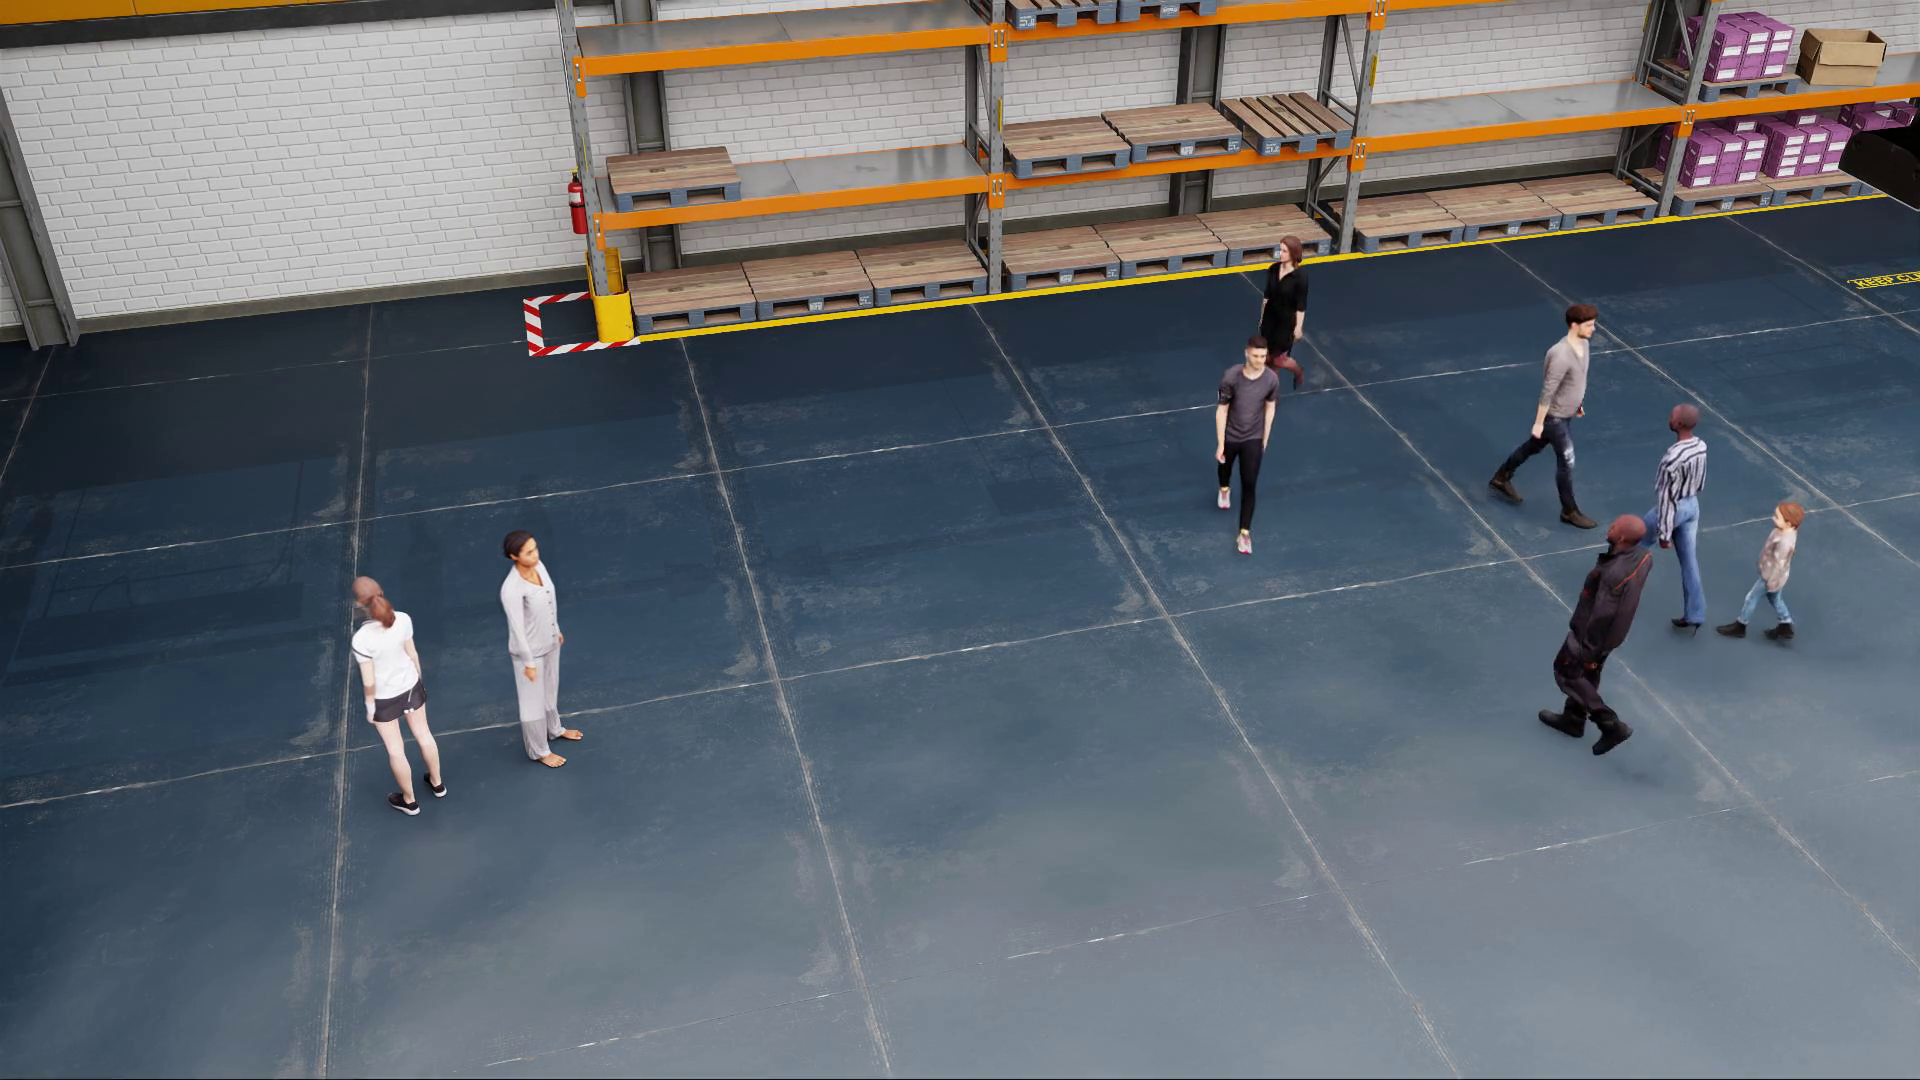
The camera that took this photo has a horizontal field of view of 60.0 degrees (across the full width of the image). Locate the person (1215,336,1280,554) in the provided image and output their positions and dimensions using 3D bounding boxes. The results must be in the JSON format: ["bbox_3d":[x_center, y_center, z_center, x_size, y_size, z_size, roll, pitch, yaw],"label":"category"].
[{"bbox_3d":[2.228,-0.862,13.274,1.215,1.714,0.976,2,34,3],"label":"person"}]

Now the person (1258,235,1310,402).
[{"bbox_3d":[2.926,-1.948,14.926,0.855,1.694,0.746,-23,40,-31],"label":"person"}]

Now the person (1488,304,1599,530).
[{"bbox_3d":[4.729,-1.041,13.414,1.232,1.858,1.232,23,40,30],"label":"person"}]

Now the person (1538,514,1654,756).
[{"bbox_3d":[4.288,0.637,10.935,1.007,1.805,0.990,28,43,35],"label":"person"}]

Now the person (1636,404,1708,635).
[{"bbox_3d":[5.255,-0.095,12.108,1.176,1.727,1.001,-22,39,-29],"label":"person"}]

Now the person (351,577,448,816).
[{"bbox_3d":[-3.558,0.973,10.478,0.724,1.753,0.646,26,41,33],"label":"person"}]

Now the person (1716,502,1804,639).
[{"bbox_3d":[5.964,0.238,12.100,0.830,1.182,0.752,18,38,25],"label":"person"}]

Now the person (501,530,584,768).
[{"bbox_3d":[-2.804,0.678,10.938,0.717,1.736,0.715,8,34,12],"label":"person"}]
